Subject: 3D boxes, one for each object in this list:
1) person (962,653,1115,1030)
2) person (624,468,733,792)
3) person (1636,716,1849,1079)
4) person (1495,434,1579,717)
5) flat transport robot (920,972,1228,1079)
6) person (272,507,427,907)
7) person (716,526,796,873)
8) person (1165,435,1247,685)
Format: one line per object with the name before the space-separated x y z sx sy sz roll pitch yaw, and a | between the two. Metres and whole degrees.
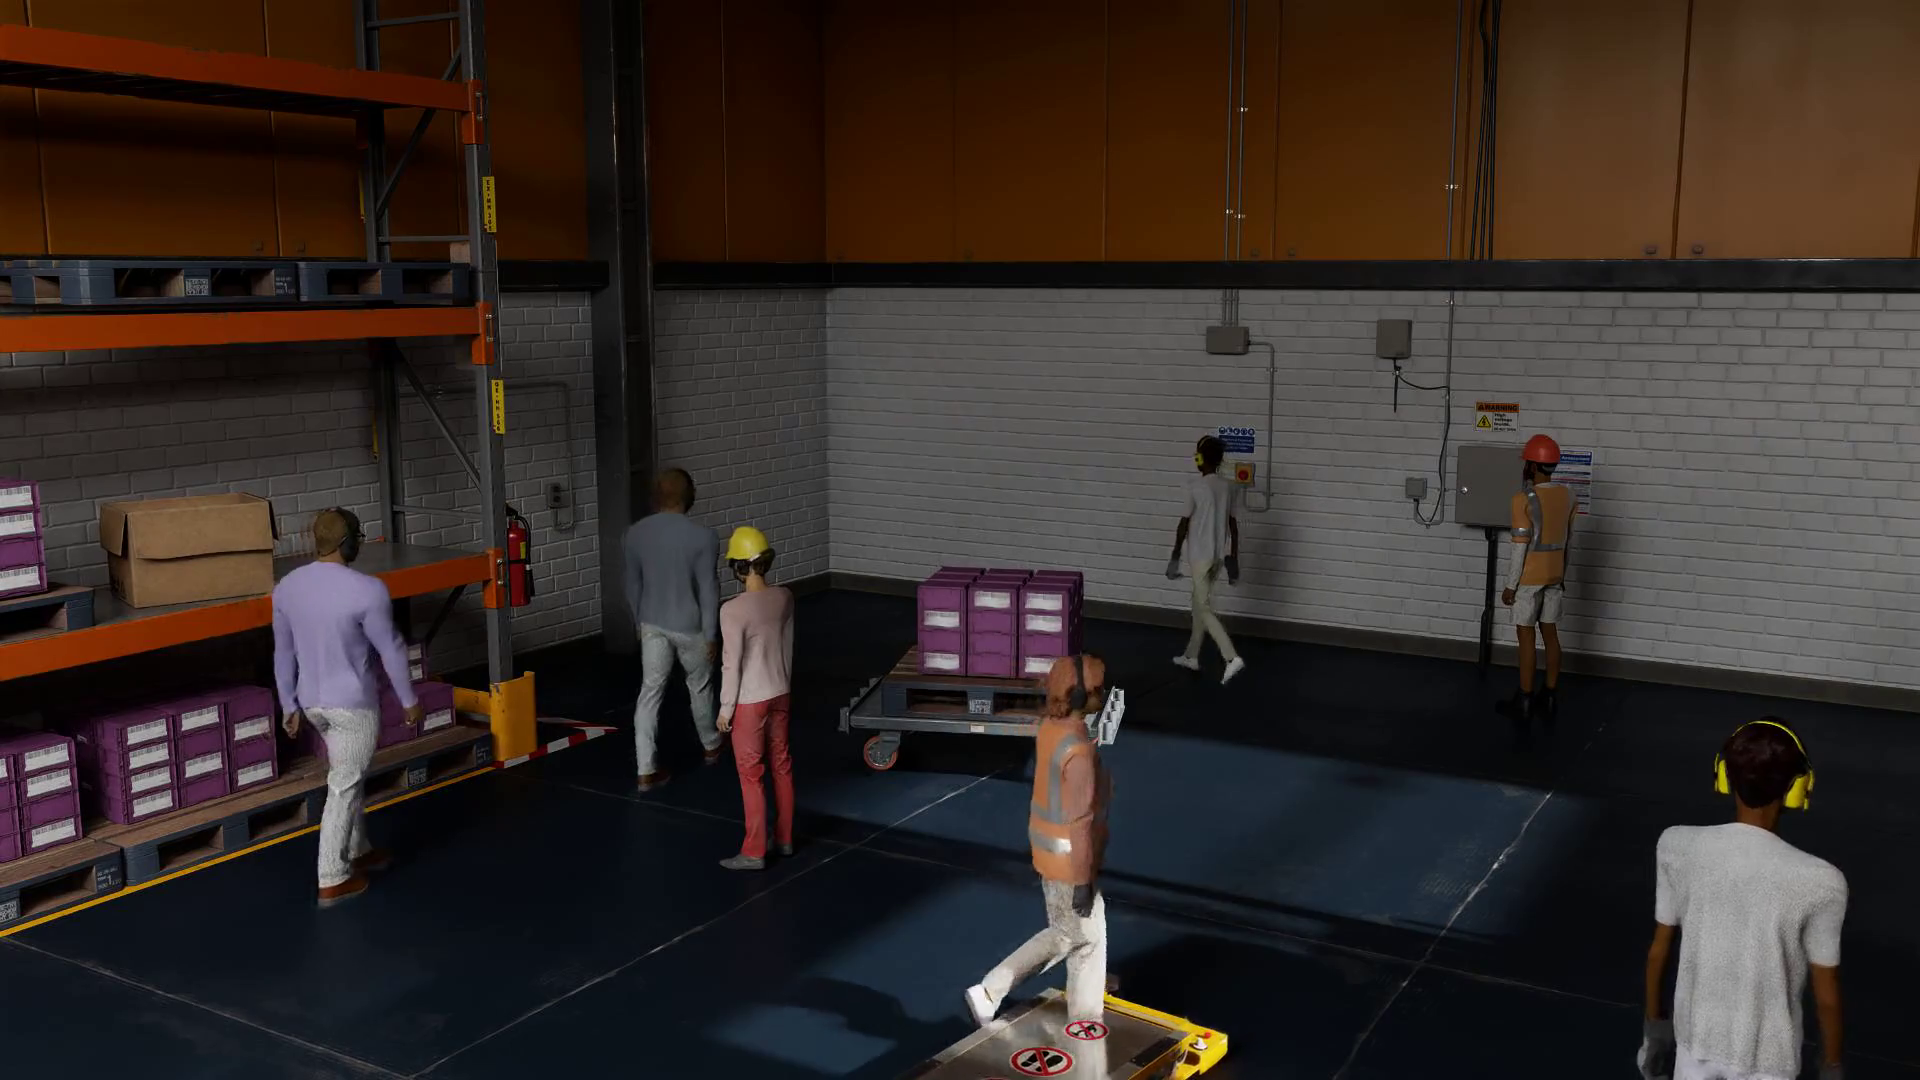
person | 0.345 1.227 6.286 0.565 1.626 0.519 -1 9 -9
person | -1.692 0.504 9.970 0.647 1.885 1.009 3 10 17
person | 2.104 1.394 4.500 0.339 1.860 0.519 -8 12 -43
person | 3.946 0.244 11.408 0.545 1.942 0.352 -5 10 -28
flat transport robot | 0.336 1.941 6.015 0.652 0.197 1.431 7 11 37
person | -2.941 0.782 8.126 0.635 1.910 0.743 4 10 26
person | -1.041 0.803 8.464 0.309 1.769 0.524 6 11 32
person | 1.870 0.136 12.427 0.519 1.837 0.910 -6 11 -33
